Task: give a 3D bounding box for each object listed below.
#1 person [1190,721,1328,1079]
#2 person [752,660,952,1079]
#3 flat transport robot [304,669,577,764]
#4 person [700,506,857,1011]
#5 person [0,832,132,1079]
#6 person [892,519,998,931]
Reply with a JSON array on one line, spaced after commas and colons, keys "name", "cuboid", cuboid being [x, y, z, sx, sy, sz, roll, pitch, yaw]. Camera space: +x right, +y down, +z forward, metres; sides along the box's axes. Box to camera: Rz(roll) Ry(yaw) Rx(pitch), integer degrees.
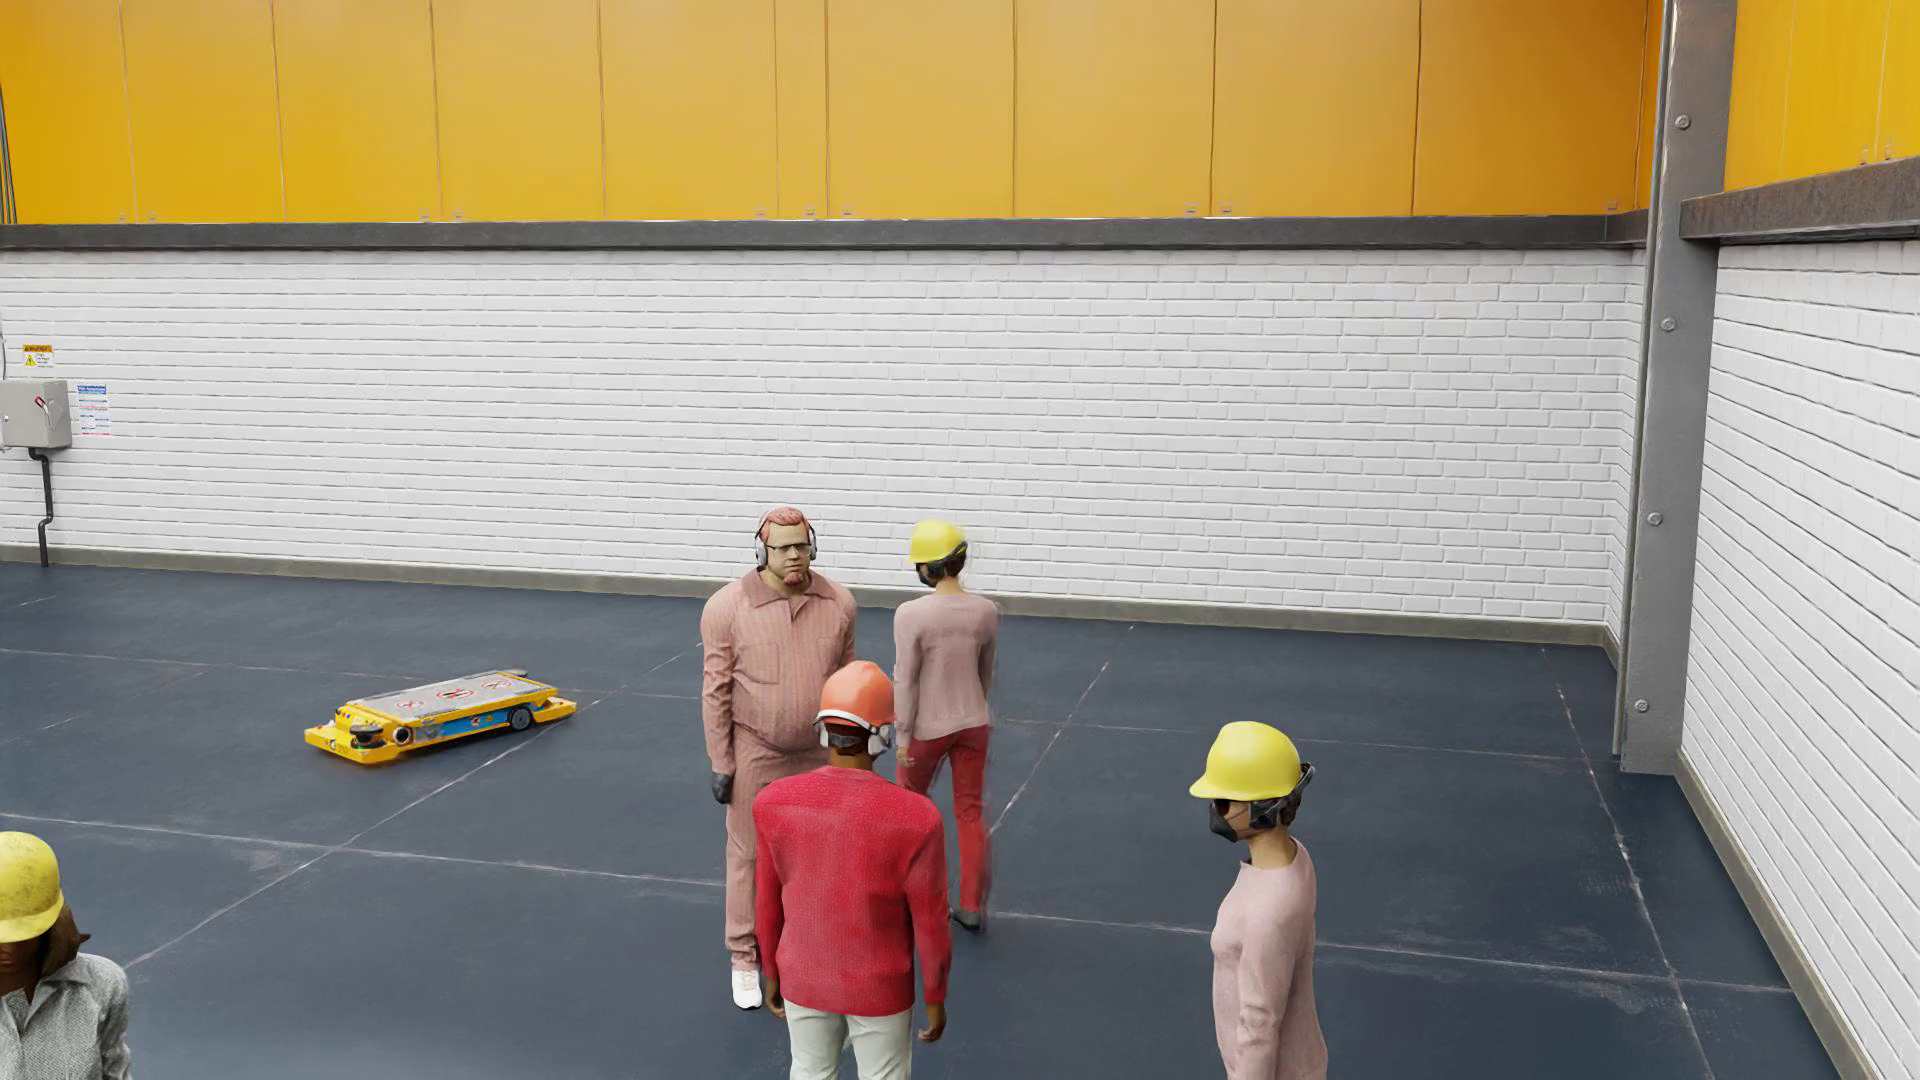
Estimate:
[{"name": "person", "cuboid": [0.708, 1.291, 4.000, 0.341, 1.760, 0.525, 3, 10, 14]}, {"name": "person", "cuboid": [-0.290, 1.195, 4.621, 0.574, 1.742, 0.355, 3, 10, 18]}, {"name": "flat transport robot", "cuboid": [-3.075, 1.028, 9.923, 0.652, 0.197, 1.431, 8, 13, 41]}, {"name": "person", "cuboid": [-0.659, 0.817, 6.355, 0.637, 1.911, 0.403, -5, 11, -26]}, {"name": "person", "cuboid": [-1.854, 1.416, 3.330, 0.311, 1.736, 0.483, 7, 12, 36]}, {"name": "person", "cuboid": [-0.072, 0.781, 6.988, 0.541, 1.750, 0.451, -5, 11, -27]}]
